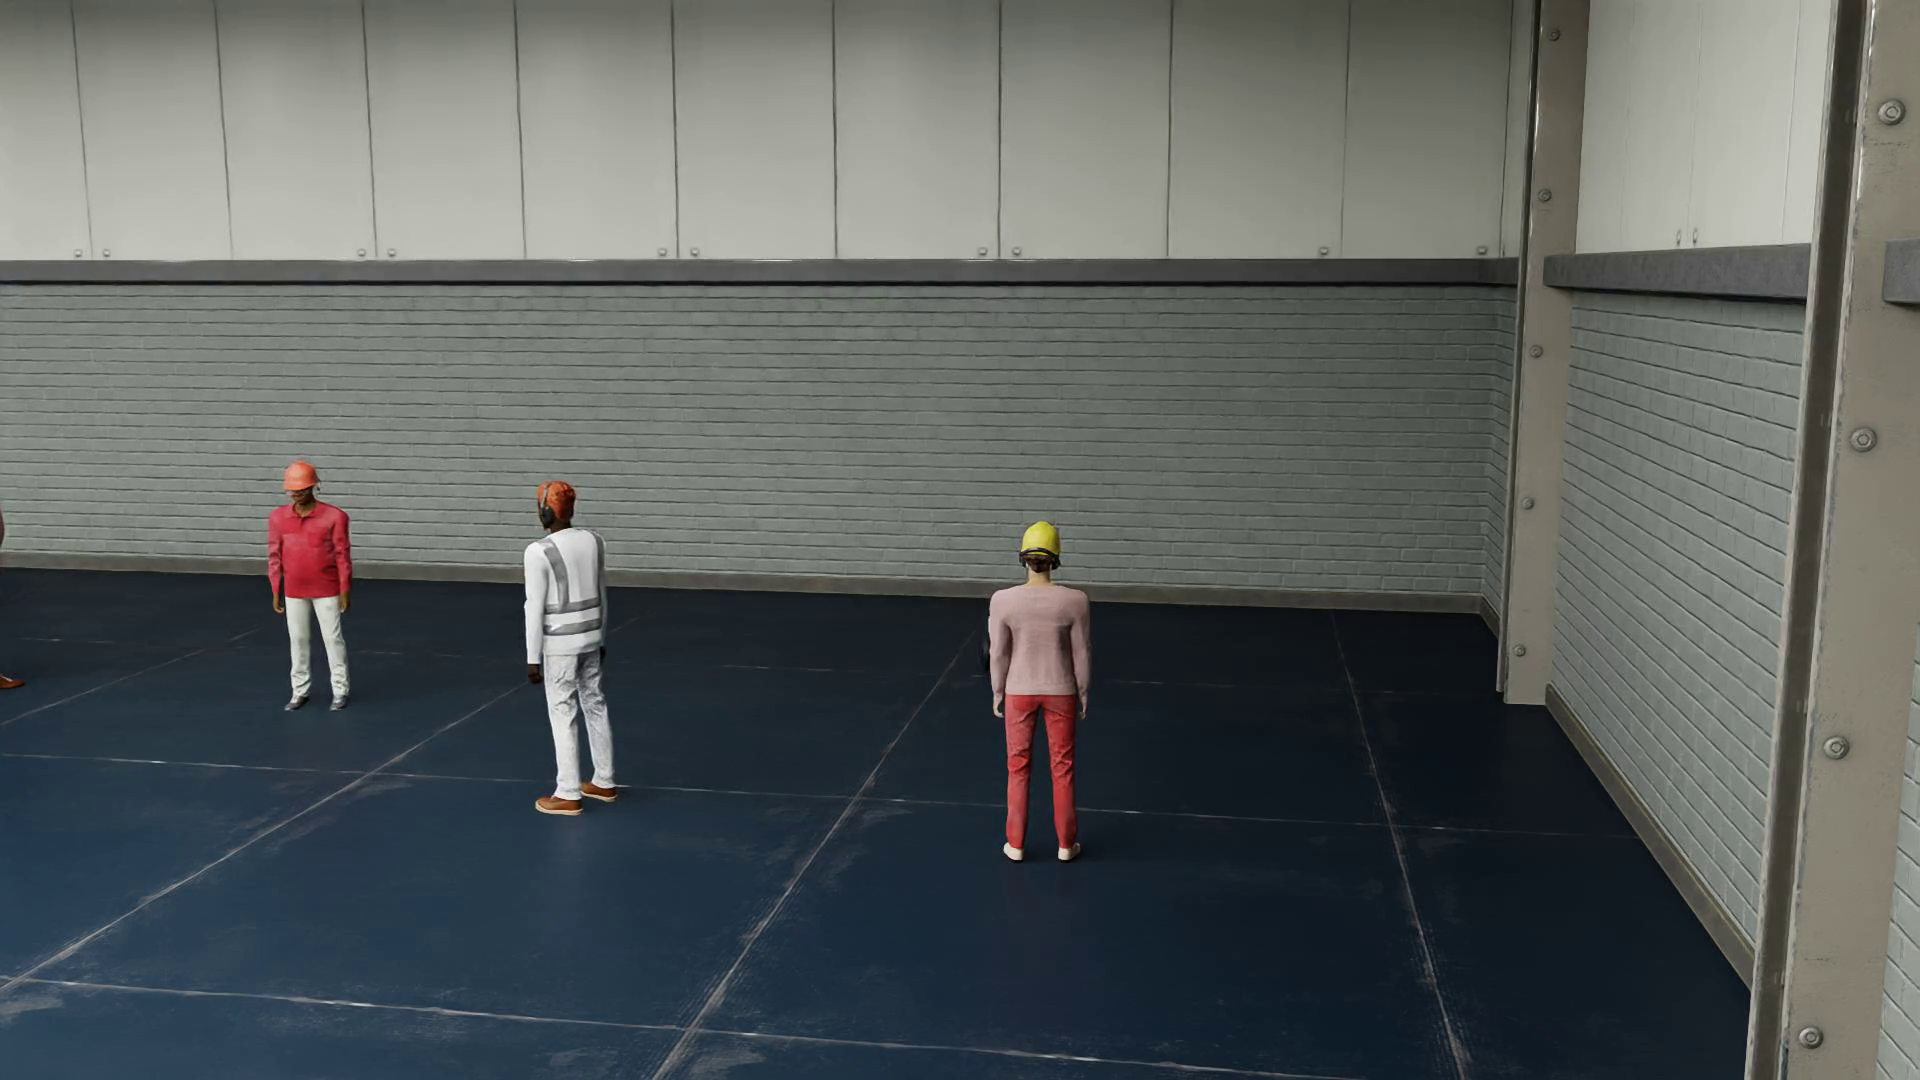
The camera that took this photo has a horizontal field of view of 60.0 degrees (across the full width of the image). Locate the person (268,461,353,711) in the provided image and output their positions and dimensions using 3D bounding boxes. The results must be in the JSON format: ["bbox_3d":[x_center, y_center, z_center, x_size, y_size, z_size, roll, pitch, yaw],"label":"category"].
[{"bbox_3d":[-4.468,0.321,11.437,0.570,1.743,0.351,0,9,-1],"label":"person"}]

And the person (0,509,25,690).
[{"bbox_3d":[-7.132,0.144,12.050,0.643,1.901,0.400,7,12,37],"label":"person"}]

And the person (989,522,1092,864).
[{"bbox_3d":[0.411,0.785,8.504,0.525,1.769,0.309,0,9,3],"label":"person"}]

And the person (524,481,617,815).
[{"bbox_3d":[-2.205,0.597,9.358,0.367,1.873,0.594,5,11,31],"label":"person"}]
